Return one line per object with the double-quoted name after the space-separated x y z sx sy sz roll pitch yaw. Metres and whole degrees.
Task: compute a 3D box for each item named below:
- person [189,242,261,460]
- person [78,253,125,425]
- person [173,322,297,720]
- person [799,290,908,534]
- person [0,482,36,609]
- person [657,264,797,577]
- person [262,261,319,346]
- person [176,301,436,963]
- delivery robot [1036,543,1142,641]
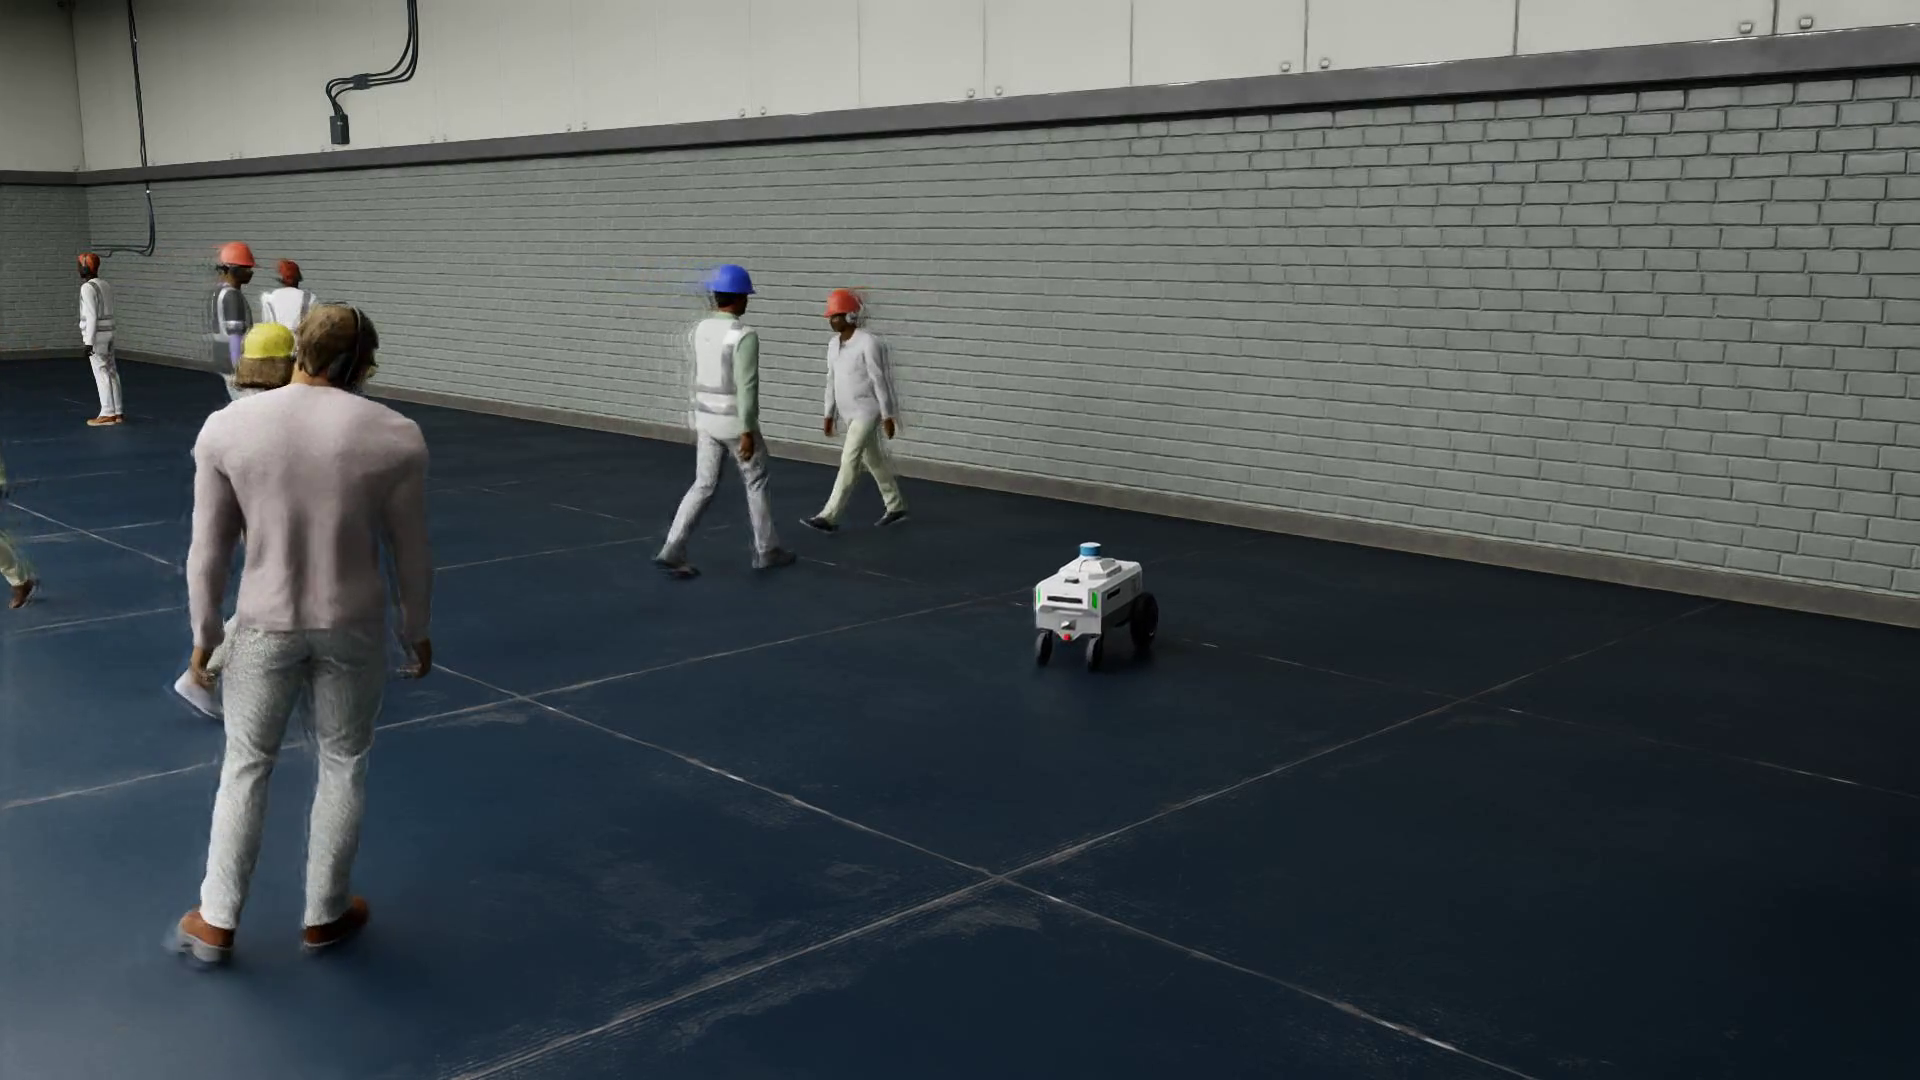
-6.089 -1.457 13.865 0.611 2.023 0.609 -6 12 -31 "person"
-9.455 -2.198 18.265 0.339 1.880 0.581 -1 10 -5 "person"
-3.027 -0.088 7.231 0.835 1.715 0.490 -7 13 -35 "person"
-0.731 -0.897 11.689 0.950 1.696 0.584 -7 12 -33 "person"
-5.420 -0.334 8.977 0.505 1.562 0.913 4 11 20 "person"
-1.461 -0.726 10.172 0.623 1.913 0.956 10 14 43 "person"
-6.688 -1.882 16.723 0.561 1.827 0.986 -2 11 -9 "person"
-1.896 0.261 4.838 0.737 1.893 0.408 -3 11 -16 "person"
0.645 0.257 8.239 0.477 0.478 0.707 5 11 24 "delivery robot"
